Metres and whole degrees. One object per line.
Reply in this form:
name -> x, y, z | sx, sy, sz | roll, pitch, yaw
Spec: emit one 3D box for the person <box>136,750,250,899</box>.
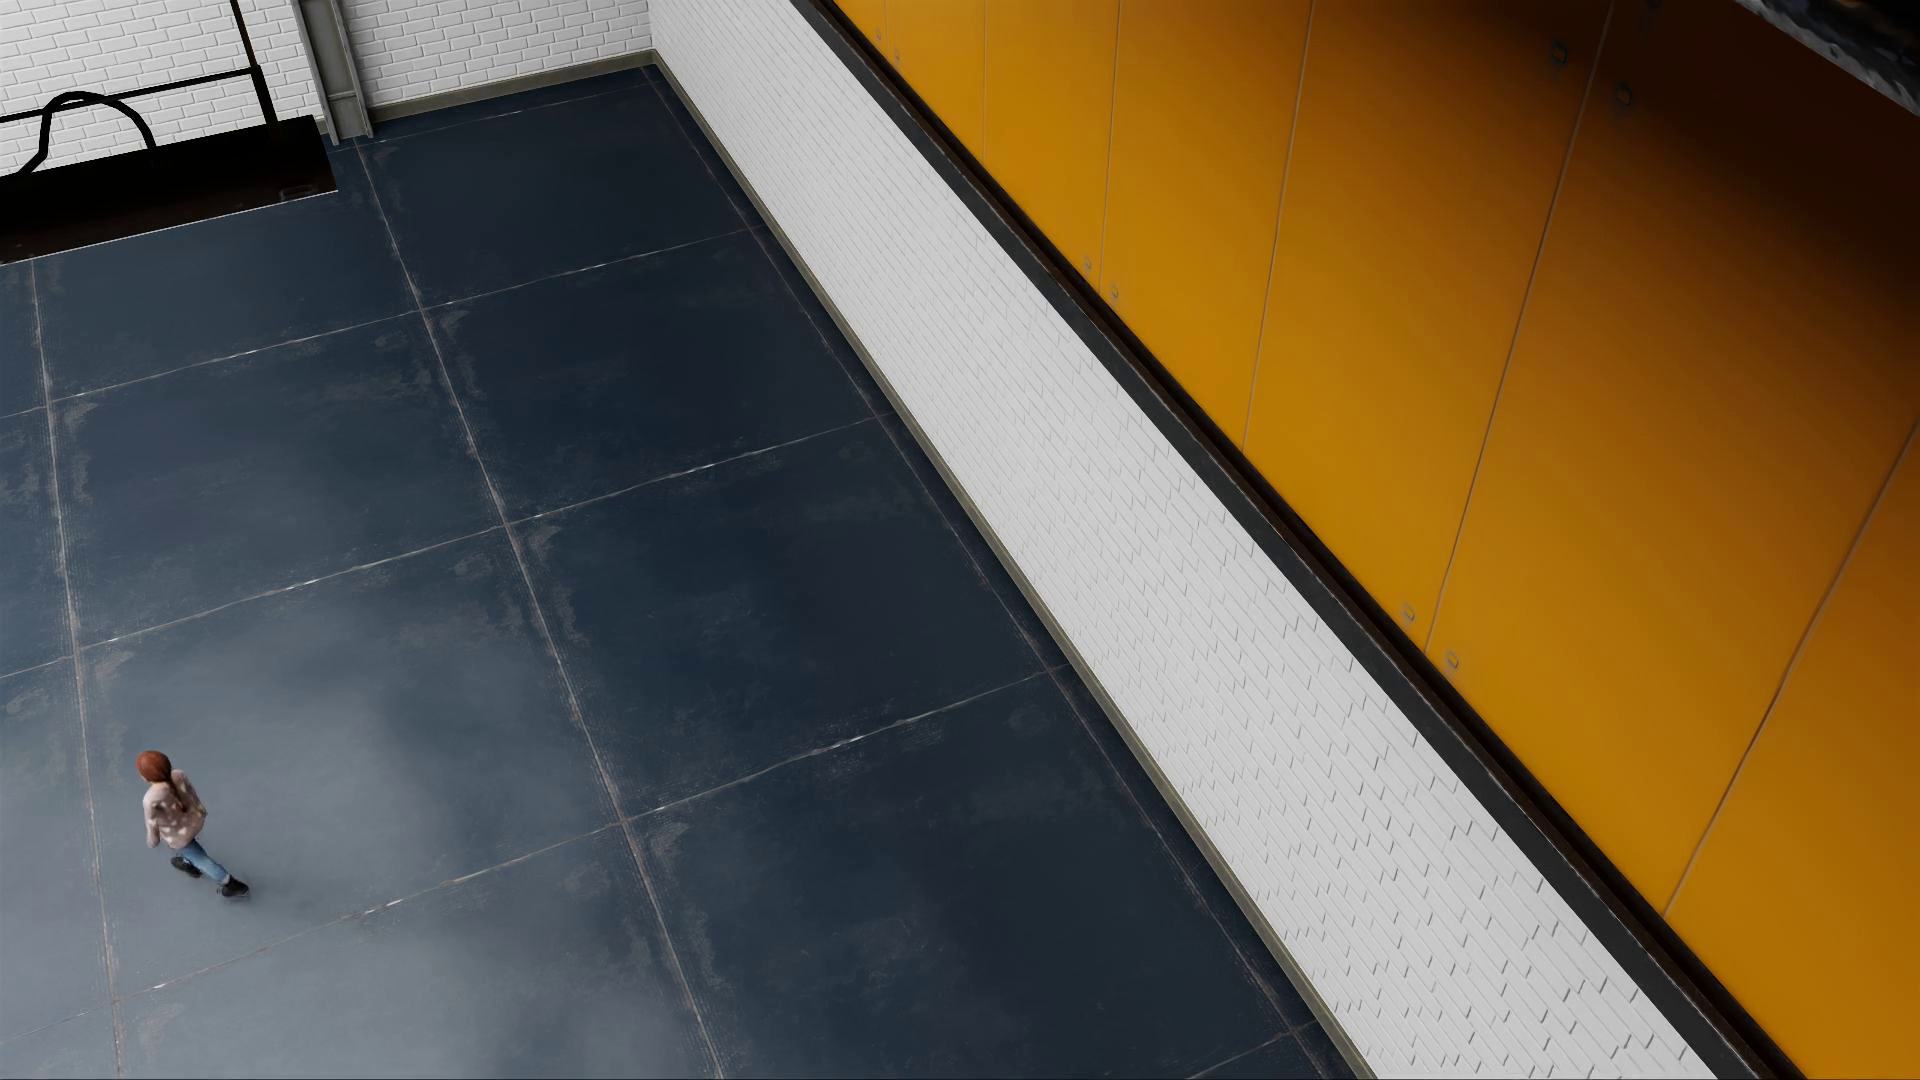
person -> -4.479, 1.676, 9.645 | 0.868, 1.176, 0.792 | 12, 45, 12
